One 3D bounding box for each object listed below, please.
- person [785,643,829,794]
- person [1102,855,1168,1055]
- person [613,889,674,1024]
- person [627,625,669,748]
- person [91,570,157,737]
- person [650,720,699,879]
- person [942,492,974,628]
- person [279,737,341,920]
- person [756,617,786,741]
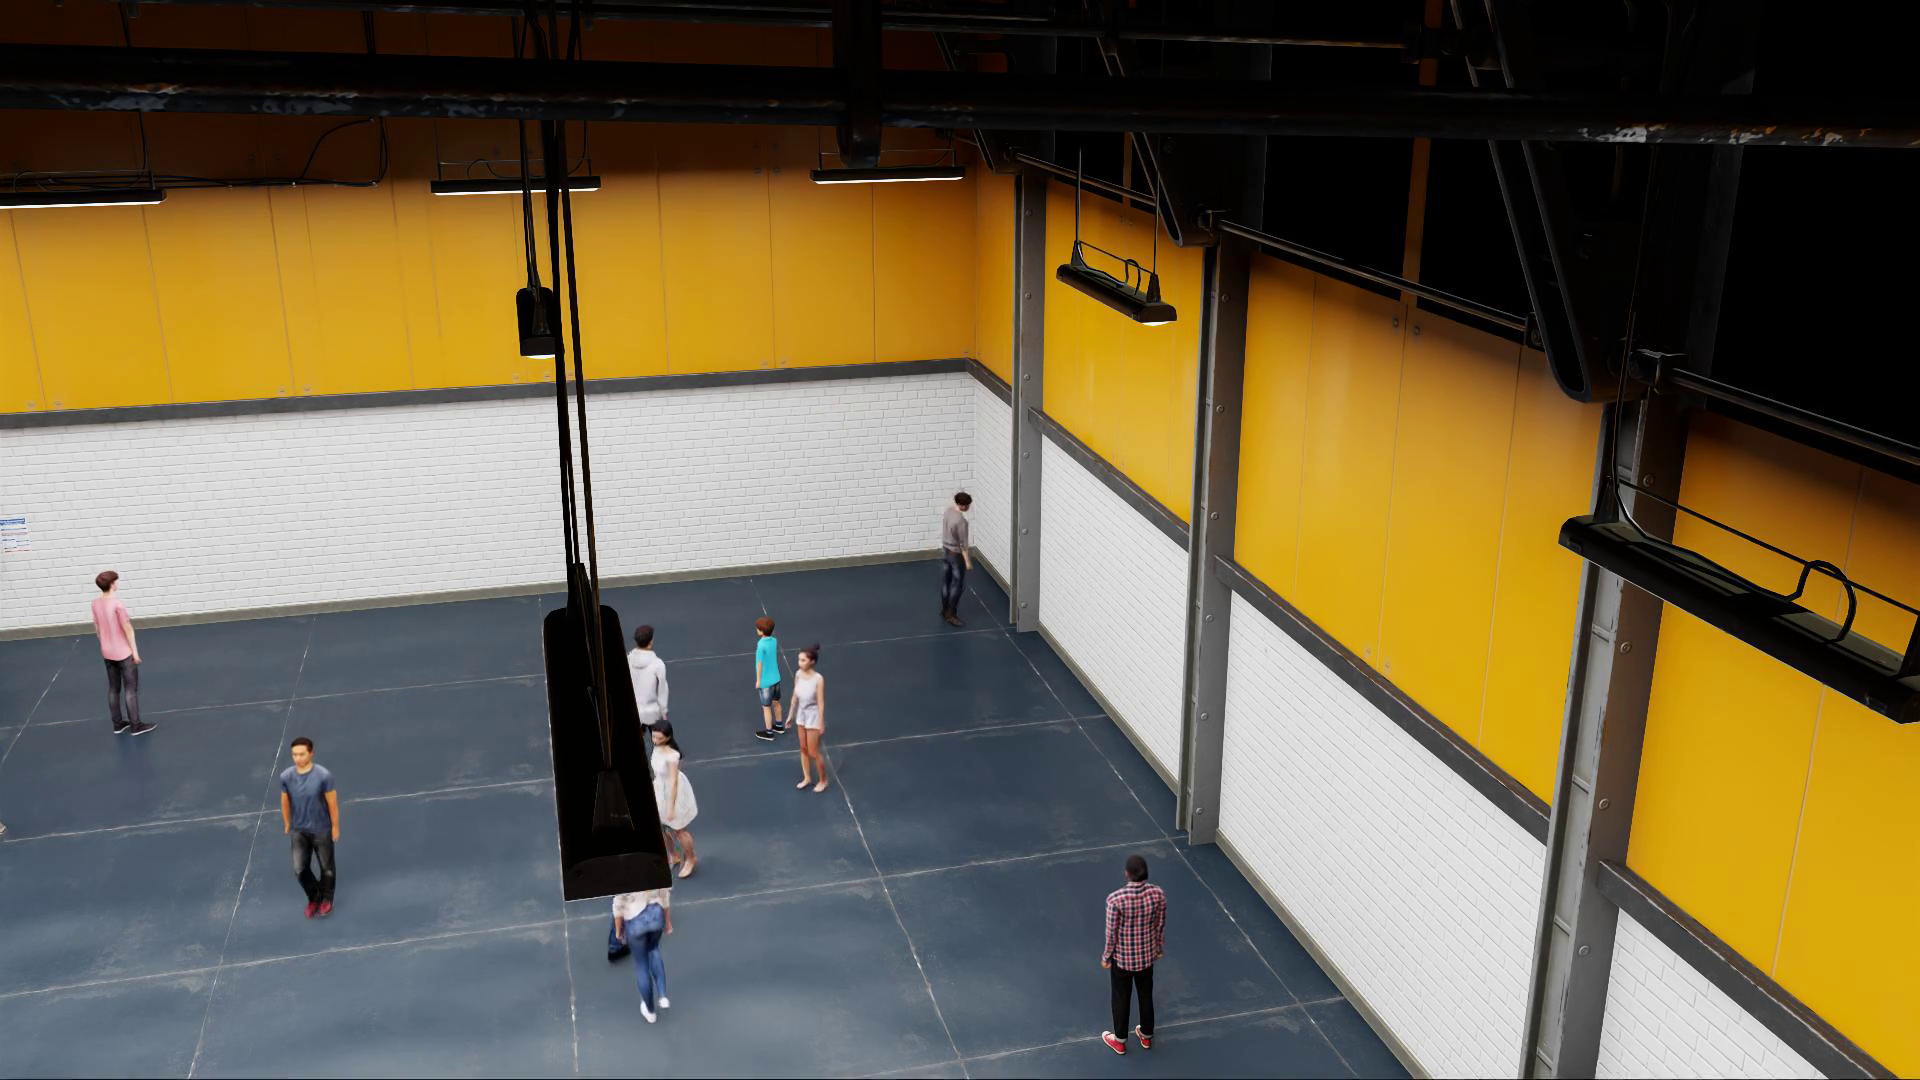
[{"bbox_3d":[-1.581,1.877,17.857,0.694,1.616,0.777,16,24,39],"label":"person"},{"bbox_3d":[1.392,3.310,13.374,0.696,1.762,0.607,-6,20,-18],"label":"person"},{"bbox_3d":[-2.572,3.222,13.708,0.699,1.715,0.717,-10,21,-27],"label":"person"},{"bbox_3d":[-3.351,1.850,17.489,0.985,1.903,1.256,3,19,8],"label":"person"},{"bbox_3d":[-9.663,1.291,19.063,0.718,1.957,0.724,6,19,16],"label":"person"},{"bbox_3d":[-2.716,2.476,15.887,0.847,1.737,0.813,-10,21,-26],"label":"person"},{"bbox_3d":[-0.126,0.198,22.459,0.973,1.860,0.620,-16,24,-39],"label":"person"},{"bbox_3d":[-5.968,2.611,15.388,0.722,1.800,0.675,-2,19,-6],"label":"person"},{"bbox_3d":[-2.181,1.568,19.040,0.651,1.447,0.578,8,20,23],"label":"person"}]
